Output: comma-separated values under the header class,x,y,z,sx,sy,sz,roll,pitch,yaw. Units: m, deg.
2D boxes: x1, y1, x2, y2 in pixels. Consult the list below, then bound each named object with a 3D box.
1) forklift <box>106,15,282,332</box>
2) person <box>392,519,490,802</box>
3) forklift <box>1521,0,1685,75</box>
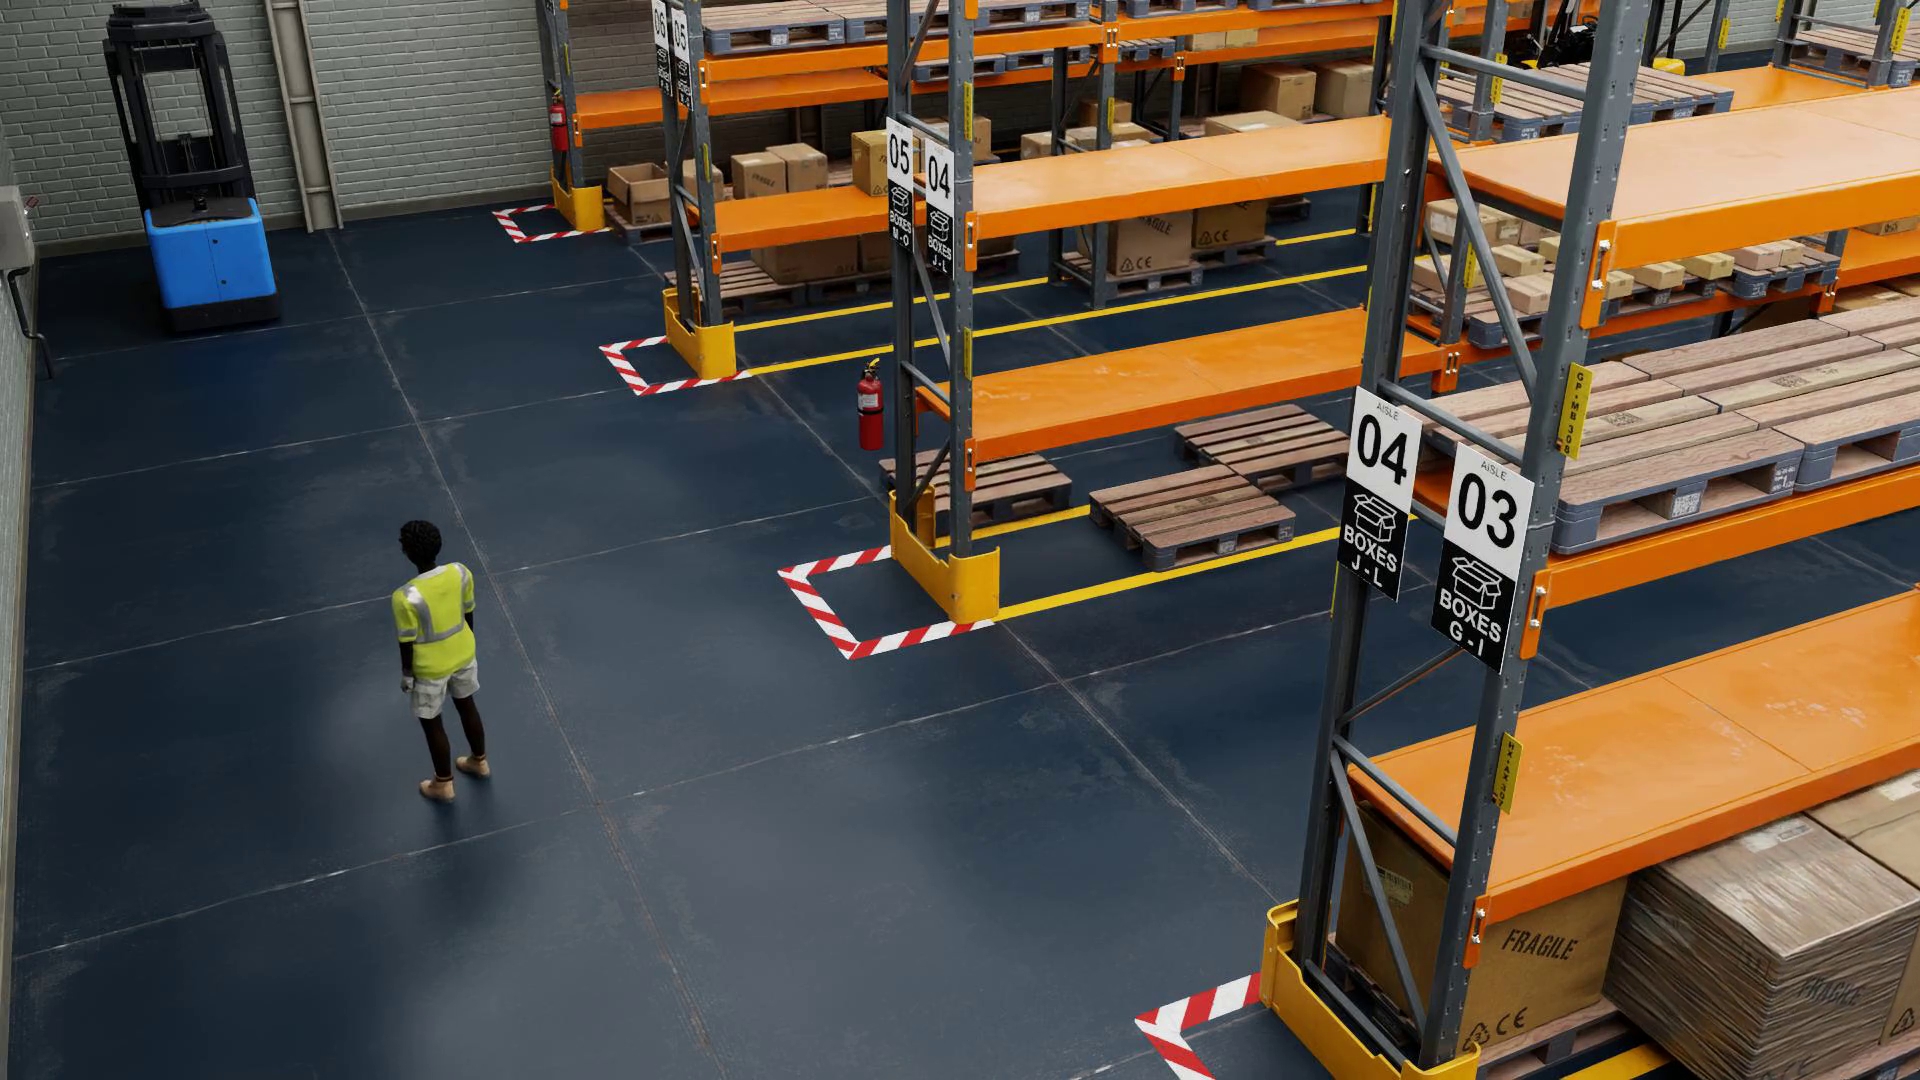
class,x,y,z,sx,sy,sz,roll,pitch,yaw
forklift,-7.548,-3.672,16.323,1.129,2.768,1.873,-12,30,-22
person,-2.892,0.665,9.290,0.319,1.685,0.537,16,31,27
forklift,8.950,-6.807,23.056,1.214,2.155,2.313,-12,30,-22
